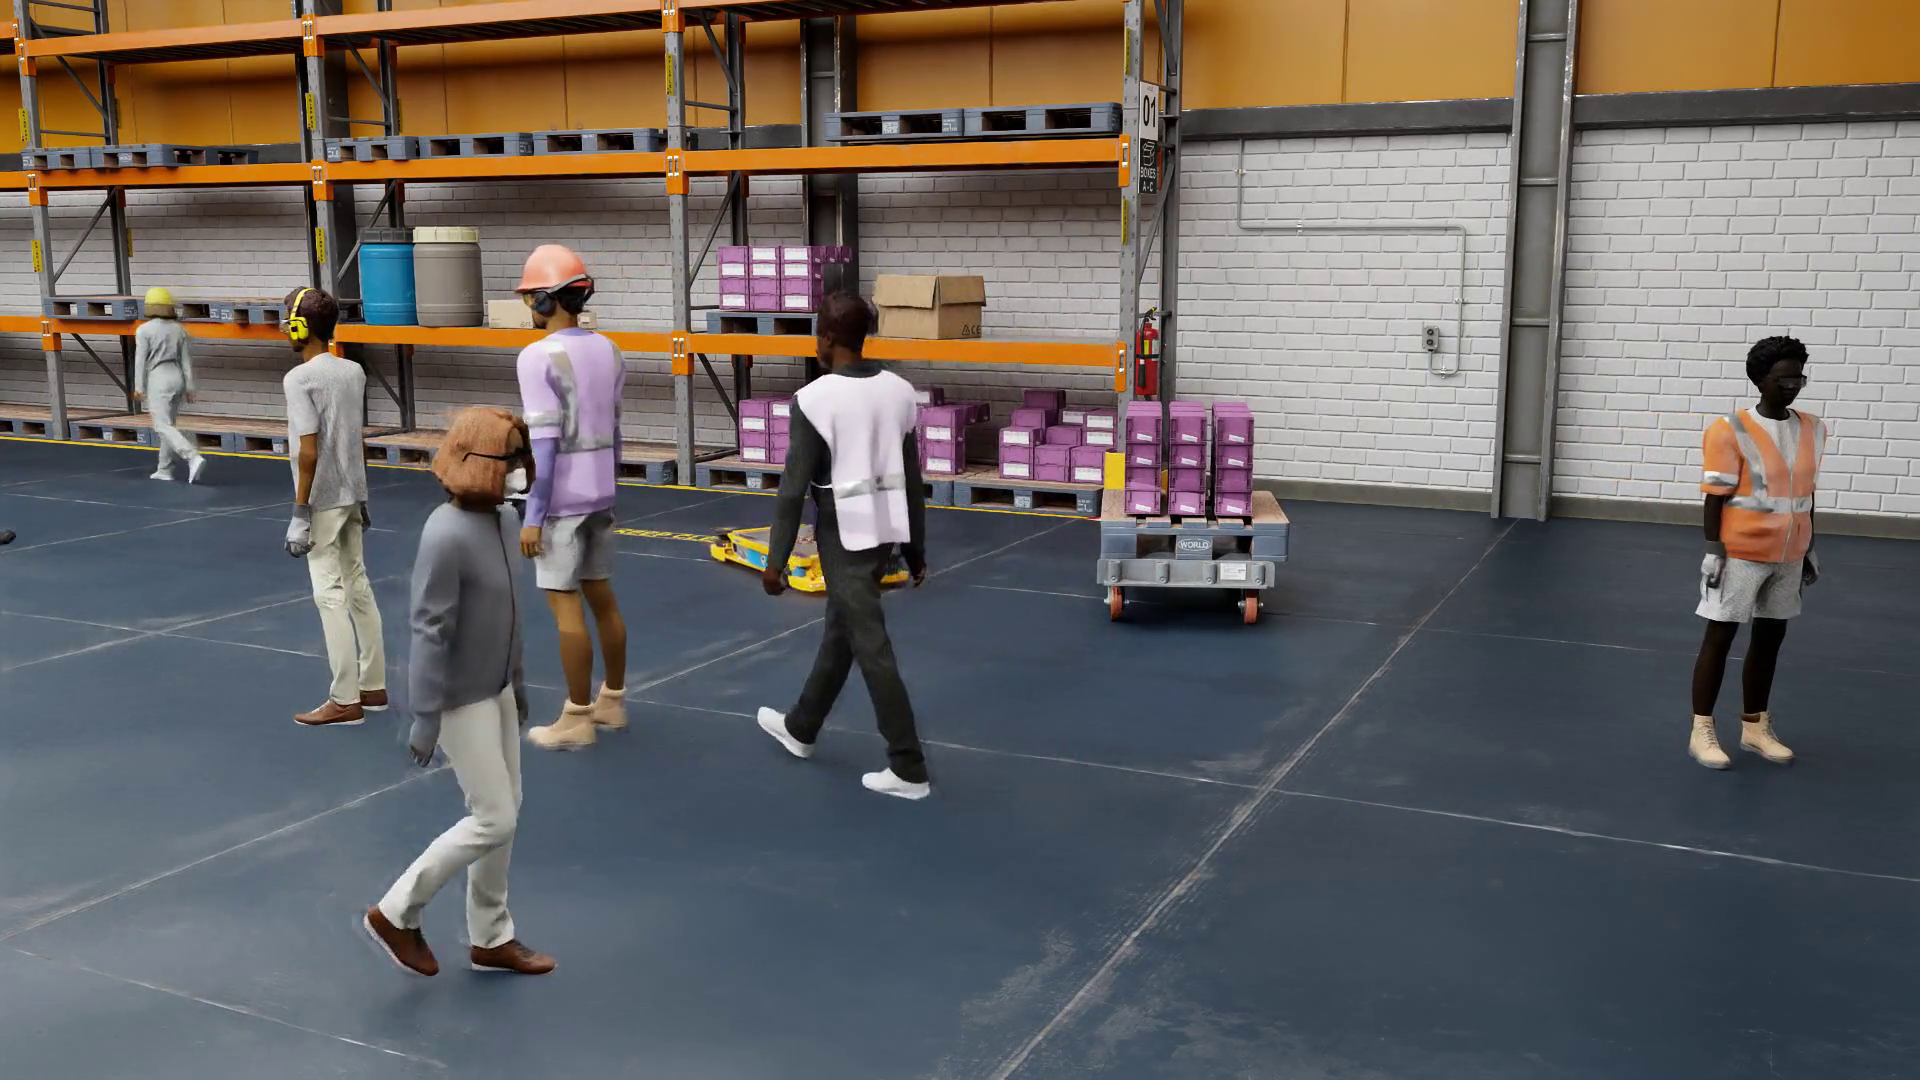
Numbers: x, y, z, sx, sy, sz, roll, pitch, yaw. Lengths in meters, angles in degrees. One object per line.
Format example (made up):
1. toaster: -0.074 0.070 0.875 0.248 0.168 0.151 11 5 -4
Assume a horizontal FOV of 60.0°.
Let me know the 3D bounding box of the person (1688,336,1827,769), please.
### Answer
1. person: 3.124 0.051 6.501 0.540 1.695 0.317 -3 10 -14

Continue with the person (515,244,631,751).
1. person: -1.599 -0.166 6.754 0.390 2.040 0.615 4 11 22

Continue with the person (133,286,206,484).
1. person: -6.844 -1.339 14.412 0.787 1.713 0.488 4 11 24

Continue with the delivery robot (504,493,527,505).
1. delivery robot: -3.358 -0.473 12.500 0.707 0.478 0.477 4 11 19

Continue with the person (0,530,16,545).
1. person: -7.015 -0.825 11.054 1.058 1.880 0.528 -8 13 -39

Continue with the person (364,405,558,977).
1. person: -1.342 0.435 4.517 0.416 1.615 0.524 1 10 6

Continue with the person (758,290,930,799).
1. person: -0.467 0.004 6.283 0.987 1.860 0.618 8 13 38

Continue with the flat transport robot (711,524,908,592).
1. flat transport robot: -0.964 0.086 10.378 0.652 0.197 1.431 -6 12 -32

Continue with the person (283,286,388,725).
1. person: -2.696 -0.134 7.096 0.315 1.860 0.526 2 10 12
